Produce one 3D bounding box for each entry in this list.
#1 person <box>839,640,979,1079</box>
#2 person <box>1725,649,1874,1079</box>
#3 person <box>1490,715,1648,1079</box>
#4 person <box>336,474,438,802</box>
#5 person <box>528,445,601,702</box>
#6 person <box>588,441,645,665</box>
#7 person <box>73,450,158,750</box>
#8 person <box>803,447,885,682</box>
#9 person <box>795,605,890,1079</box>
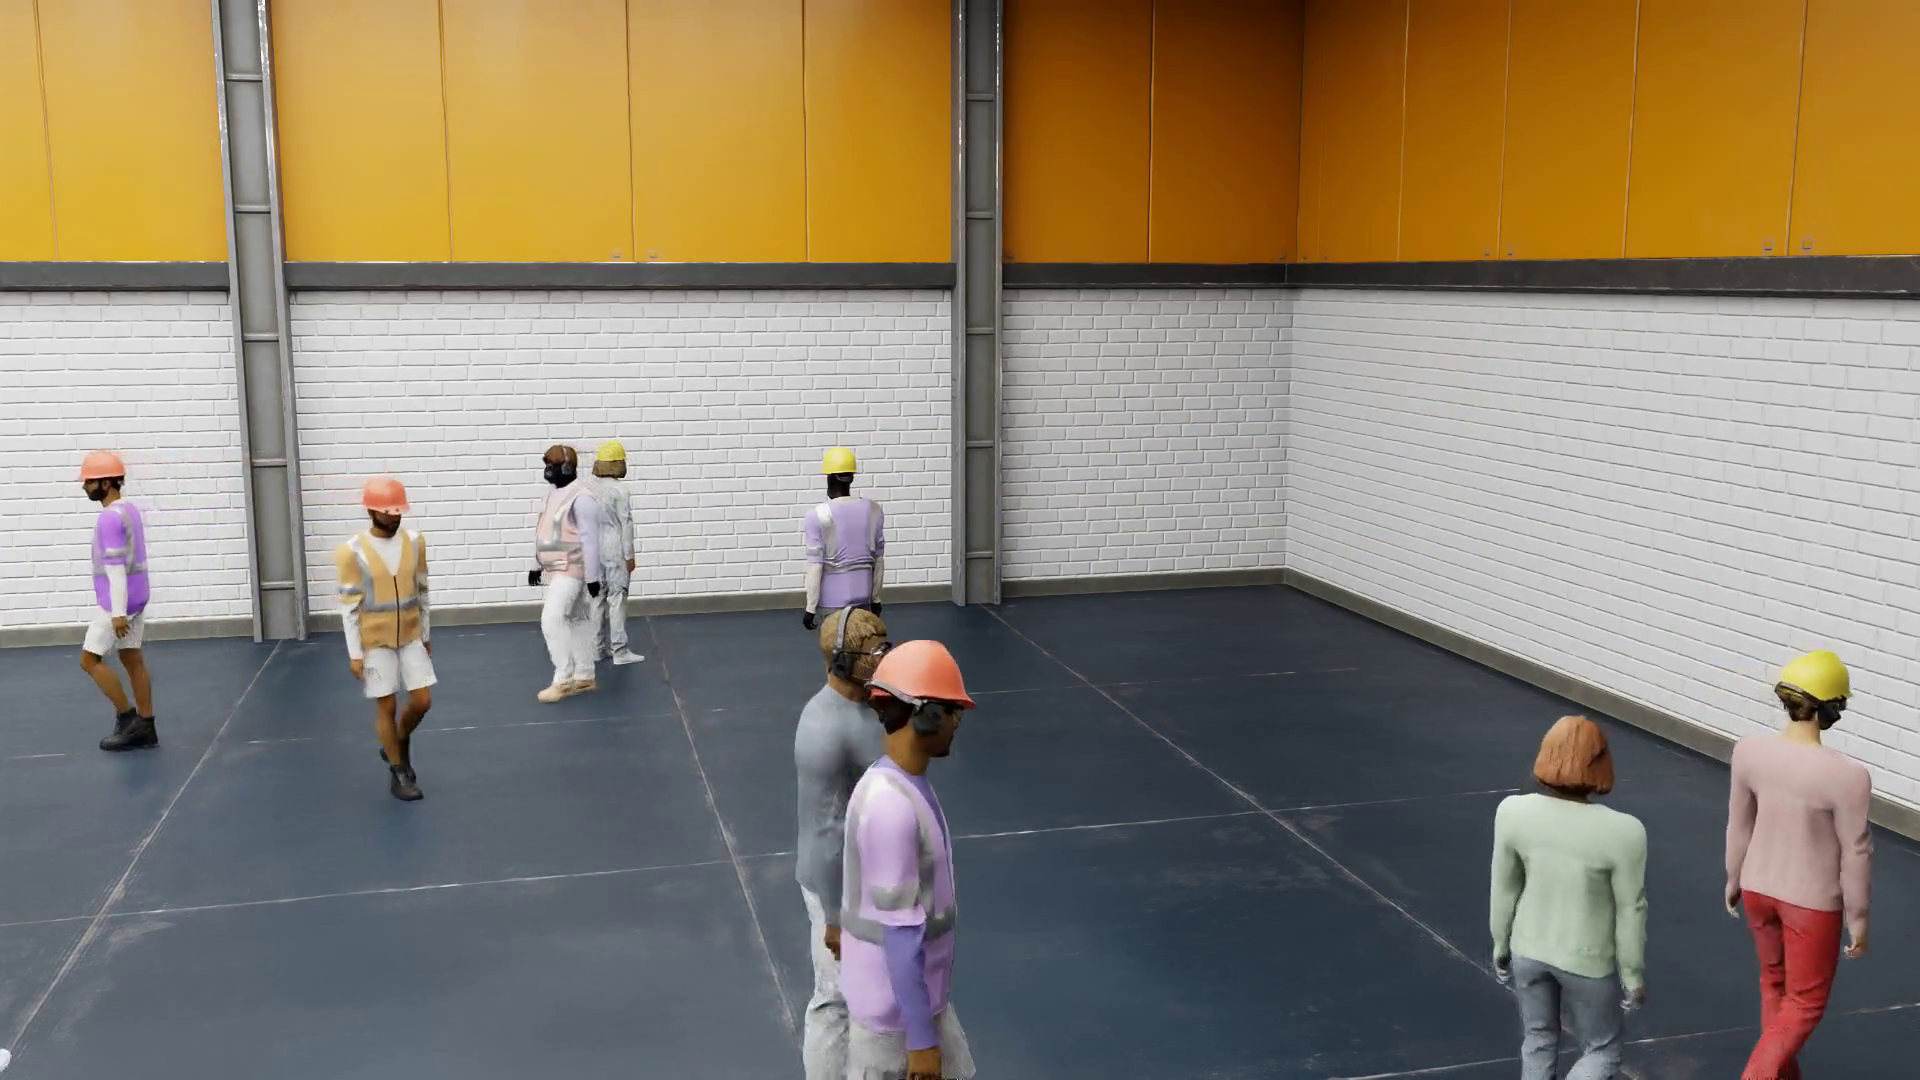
[{"bbox_3d":[-0.254,1.282,4.796,0.912,1.994,0.635,1,9,8],"label":"person"},{"bbox_3d":[2.897,1.249,5.826,0.648,1.771,0.534,-5,10,-26],"label":"person"},{"bbox_3d":[1.948,1.366,5.391,0.514,1.621,0.435,9,12,43],"label":"person"},{"bbox_3d":[-3.274,0.560,9.542,0.553,1.912,0.471,-8,12,-42],"label":"person"},{"bbox_3d":[-2.890,0.233,11.878,0.643,1.822,0.631,-5,11,-30],"label":"person"},{"bbox_3d":[-2.712,0.094,12.980,0.490,1.743,0.324,7,11,36],"label":"person"},{"bbox_3d":[-5.389,0.390,10.573,0.473,1.921,0.585,-2,9,-13],"label":"person"},{"bbox_3d":[-0.761,0.361,10.745,0.592,1.925,0.385,-7,11,-37],"label":"person"},{"bbox_3d":[-0.363,1.172,5.645,0.372,1.940,0.630,1,9,8],"label":"person"}]
